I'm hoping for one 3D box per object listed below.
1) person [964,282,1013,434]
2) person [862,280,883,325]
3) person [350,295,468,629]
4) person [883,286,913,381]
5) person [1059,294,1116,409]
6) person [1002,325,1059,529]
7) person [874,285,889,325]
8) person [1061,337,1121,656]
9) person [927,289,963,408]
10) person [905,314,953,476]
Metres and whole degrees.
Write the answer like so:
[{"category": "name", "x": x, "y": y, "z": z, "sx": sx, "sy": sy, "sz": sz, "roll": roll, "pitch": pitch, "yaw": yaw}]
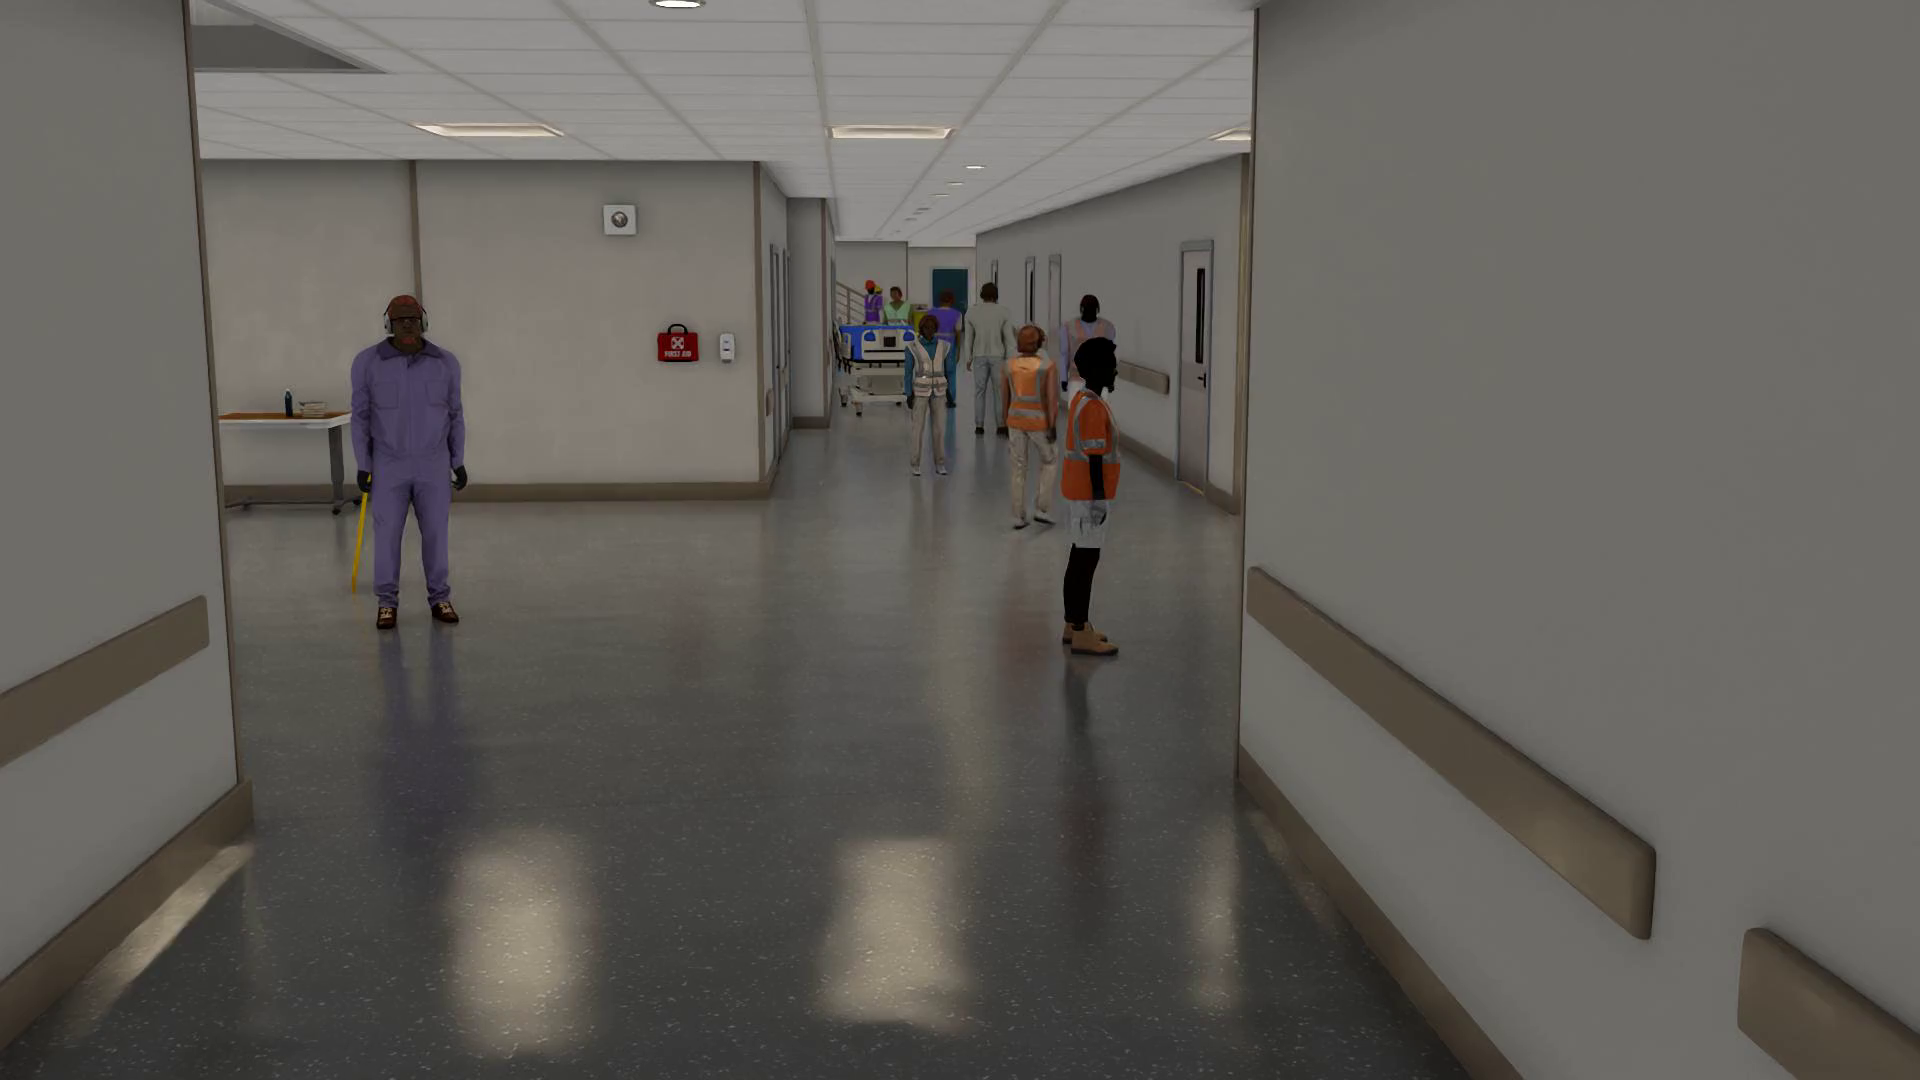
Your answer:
[{"category": "person", "x": 0.371, "y": -2.308, "z": 21.173, "sx": 0.627, "sy": 1.940, "sz": 0.372, "roll": 2, "pitch": 9, "yaw": 10}, {"category": "person", "x": -2.106, "y": -5.275, "z": 39.905, "sx": 0.544, "sy": 1.913, "sz": 0.751, "roll": -8, "pitch": 12, "yaw": -43}, {"category": "person", "x": -3.164, "y": -0.450, "z": 9.598, "sx": 0.637, "sy": 1.911, "sz": 0.406, "roll": -5, "pitch": 10, "yaw": -27}, {"category": "person", "x": -1.147, "y": -3.833, "z": 31.101, "sx": 0.601, "sy": 1.817, "sz": 0.487, "roll": 2, "pitch": 9, "yaw": 10}, {"category": "person", "x": 1.419, "y": -1.828, "z": 18.550, "sx": 0.634, "sy": 1.825, "sz": 0.694, "roll": 0, "pitch": 9, "yaw": -3}, {"category": "person", "x": 0.585, "y": -0.906, "z": 13.329, "sx": 0.531, "sy": 1.622, "sz": 0.479, "roll": 5, "pitch": 10, "yaw": 28}, {"category": "person", "x": -2.131, "y": -5.931, "z": 44.502, "sx": 0.564, "sy": 1.749, "sz": 0.379, "roll": 2, "pitch": 9, "yaw": 10}, {"category": "person", "x": 0.704, "y": -0.238, "z": 8.930, "sx": 0.317, "sy": 1.695, "sz": 0.540, "roll": -1, "pitch": 9, "yaw": -4}, {"category": "person", "x": -0.249, "y": -2.880, "z": 25.160, "sx": 0.583, "sy": 1.818, "sz": 0.825, "roll": 2, "pitch": 9, "yaw": 13}, {"category": "person", "x": -0.319, "y": -1.462, "z": 16.832, "sx": 0.509, "sy": 1.629, "sz": 0.315, "roll": -3, "pitch": 10, "yaw": -19}]
